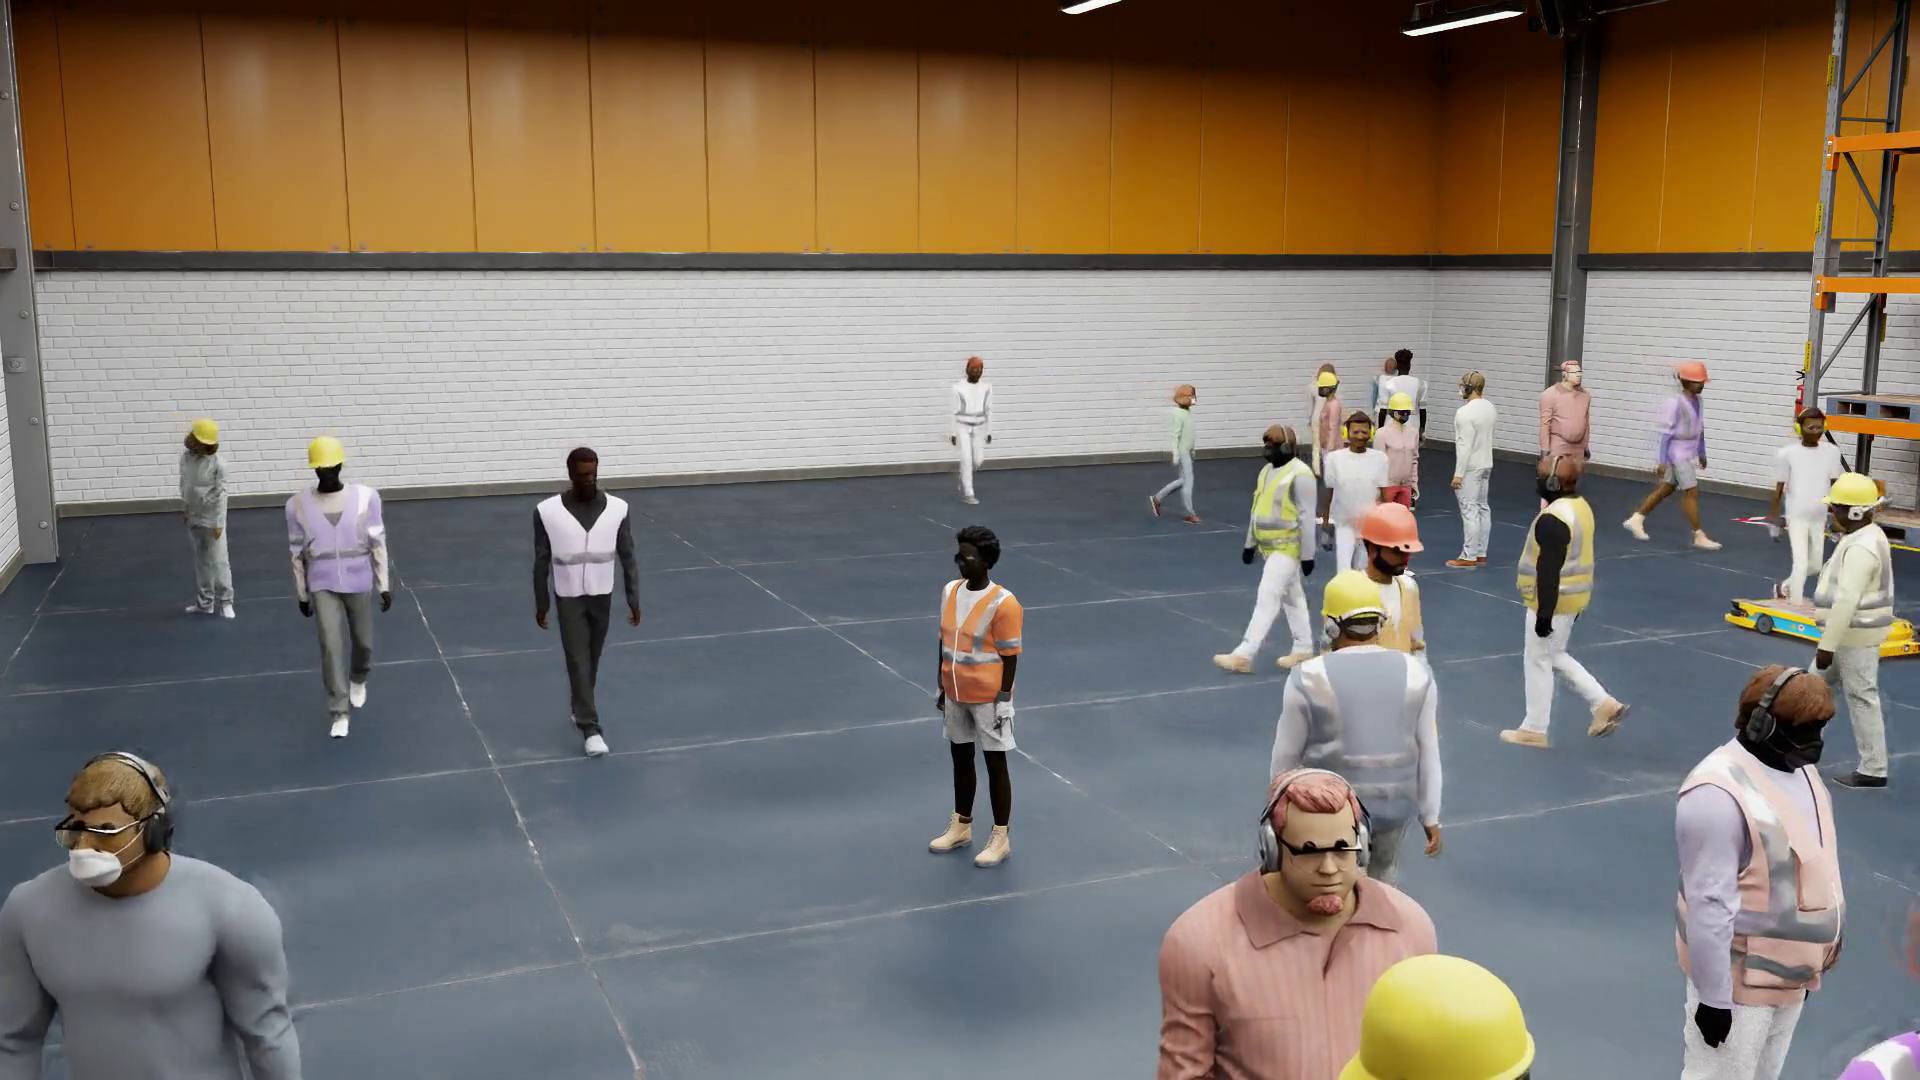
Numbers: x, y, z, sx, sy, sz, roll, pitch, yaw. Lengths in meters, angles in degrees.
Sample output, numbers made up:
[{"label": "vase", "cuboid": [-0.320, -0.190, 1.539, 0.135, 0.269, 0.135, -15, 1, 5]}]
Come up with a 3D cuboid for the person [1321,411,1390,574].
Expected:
[{"label": "person", "cuboid": [3.087, -0.065, 12.836, 0.513, 1.850, 0.645, 0, 9, -1]}]

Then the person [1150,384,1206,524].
[{"label": "person", "cuboid": [2.532, -1.004, 19.217, 0.654, 1.608, 0.508, 5, 10, 26]}]

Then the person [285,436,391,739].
[{"label": "person", "cuboid": [-3.997, 0.256, 10.721, 0.592, 1.902, 0.844, -4, 10, -20]}]

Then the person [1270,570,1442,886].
[{"label": "person", "cuboid": [1.514, 1.002, 6.515, 0.615, 1.787, 0.874, -1, 9, -6]}]

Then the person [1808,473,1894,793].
[{"label": "person", "cuboid": [4.930, 0.514, 9.456, 0.835, 1.796, 0.622, 5, 11, 27]}]

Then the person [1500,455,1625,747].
[{"label": "person", "cuboid": [3.693, 0.391, 10.145, 0.604, 1.827, 0.630, 6, 11, 33]}]

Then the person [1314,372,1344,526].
[{"label": "person", "cuboid": [4.205, -1.039, 19.026, 0.397, 1.752, 0.521, 0, 9, 2]}]

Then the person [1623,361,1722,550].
[{"label": "person", "cuboid": [7.564, -0.917, 17.598, 0.697, 1.989, 1.030, -8, 12, -41]}]

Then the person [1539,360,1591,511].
[{"label": "person", "cuboid": [6.782, -1.051, 18.604, 0.651, 1.911, 0.408, -3, 10, -18]}]

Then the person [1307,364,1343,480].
[{"label": "person", "cuboid": [5.093, -1.652, 23.181, 0.506, 1.600, 0.789, 4, 10, 24]}]

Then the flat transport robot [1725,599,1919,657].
[{"label": "flat transport robot", "cuboid": [6.866, 0.665, 13.159, 0.652, 0.197, 1.431, -4, 10, -21]}]

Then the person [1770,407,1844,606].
[{"label": "person", "cuboid": [6.861, -0.176, 13.519, 0.524, 1.845, 0.771, 0, 9, -1]}]

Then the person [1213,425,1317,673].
[{"label": "person", "cuboid": [2.226, 0.069, 12.139, 0.921, 1.799, 0.646, -2, 10, -13]}]

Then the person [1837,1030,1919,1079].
[{"label": "person", "cuboid": [1.867, 1.532, 3.053, 0.555, 1.866, 1.038, -1, 9, -8]}]

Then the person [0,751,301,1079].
[{"label": "person", "cuboid": [-1.881, 1.395, 3.870, 0.636, 1.893, 1.007, 1, 9, 8]}]

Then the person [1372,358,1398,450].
[{"label": "person", "cuboid": [6.351, -1.893, 24.660, 0.520, 1.596, 0.830, 5, 11, 29]}]

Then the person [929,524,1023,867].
[{"label": "person", "cuboid": [0.077, 0.761, 8.263, 0.535, 1.699, 0.318, 9, 13, 43]}]

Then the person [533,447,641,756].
[{"label": "person", "cuboid": [-2.303, 0.346, 10.299, 0.612, 1.859, 1.020, -5, 11, -29]}]

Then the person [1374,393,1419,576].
[{"label": "person", "cuboid": [4.144, -0.515, 15.797, 0.525, 1.769, 0.309, -5, 10, -26]}]

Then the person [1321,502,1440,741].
[{"label": "person", "cuboid": [1.910, 0.777, 7.498, 0.570, 1.913, 0.591, -8, 12, -40]}]

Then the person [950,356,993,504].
[{"label": "person", "cuboid": [0.107, -1.388, 20.836, 0.583, 1.860, 0.630, -4, 10, -23]}]

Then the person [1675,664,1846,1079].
[{"label": "person", "cuboid": [2.314, 1.260, 4.832, 0.621, 1.838, 0.429, -8, 12, -41]}]

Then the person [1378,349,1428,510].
[{"label": "person", "cuboid": [5.334, -1.328, 20.119, 0.617, 1.961, 0.361, -1, 9, -4]}]

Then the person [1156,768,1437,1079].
[{"label": "person", "cuboid": [0.748, 1.421, 3.636, 0.651, 1.906, 0.403, -2, 10, -11]}]

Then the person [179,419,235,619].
[{"label": "person", "cuboid": [-6.390, -0.179, 13.967, 0.659, 1.699, 0.347, 4, 10, 23]}]

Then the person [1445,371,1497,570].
[{"label": "person", "cuboid": [5.002, -0.677, 16.257, 0.374, 1.939, 0.628, 9, 13, 42]}]

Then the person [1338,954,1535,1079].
[{"label": "person", "cuboid": [0.772, 1.577, 2.657, 0.381, 1.917, 0.586, 1, 9, 4]}]
